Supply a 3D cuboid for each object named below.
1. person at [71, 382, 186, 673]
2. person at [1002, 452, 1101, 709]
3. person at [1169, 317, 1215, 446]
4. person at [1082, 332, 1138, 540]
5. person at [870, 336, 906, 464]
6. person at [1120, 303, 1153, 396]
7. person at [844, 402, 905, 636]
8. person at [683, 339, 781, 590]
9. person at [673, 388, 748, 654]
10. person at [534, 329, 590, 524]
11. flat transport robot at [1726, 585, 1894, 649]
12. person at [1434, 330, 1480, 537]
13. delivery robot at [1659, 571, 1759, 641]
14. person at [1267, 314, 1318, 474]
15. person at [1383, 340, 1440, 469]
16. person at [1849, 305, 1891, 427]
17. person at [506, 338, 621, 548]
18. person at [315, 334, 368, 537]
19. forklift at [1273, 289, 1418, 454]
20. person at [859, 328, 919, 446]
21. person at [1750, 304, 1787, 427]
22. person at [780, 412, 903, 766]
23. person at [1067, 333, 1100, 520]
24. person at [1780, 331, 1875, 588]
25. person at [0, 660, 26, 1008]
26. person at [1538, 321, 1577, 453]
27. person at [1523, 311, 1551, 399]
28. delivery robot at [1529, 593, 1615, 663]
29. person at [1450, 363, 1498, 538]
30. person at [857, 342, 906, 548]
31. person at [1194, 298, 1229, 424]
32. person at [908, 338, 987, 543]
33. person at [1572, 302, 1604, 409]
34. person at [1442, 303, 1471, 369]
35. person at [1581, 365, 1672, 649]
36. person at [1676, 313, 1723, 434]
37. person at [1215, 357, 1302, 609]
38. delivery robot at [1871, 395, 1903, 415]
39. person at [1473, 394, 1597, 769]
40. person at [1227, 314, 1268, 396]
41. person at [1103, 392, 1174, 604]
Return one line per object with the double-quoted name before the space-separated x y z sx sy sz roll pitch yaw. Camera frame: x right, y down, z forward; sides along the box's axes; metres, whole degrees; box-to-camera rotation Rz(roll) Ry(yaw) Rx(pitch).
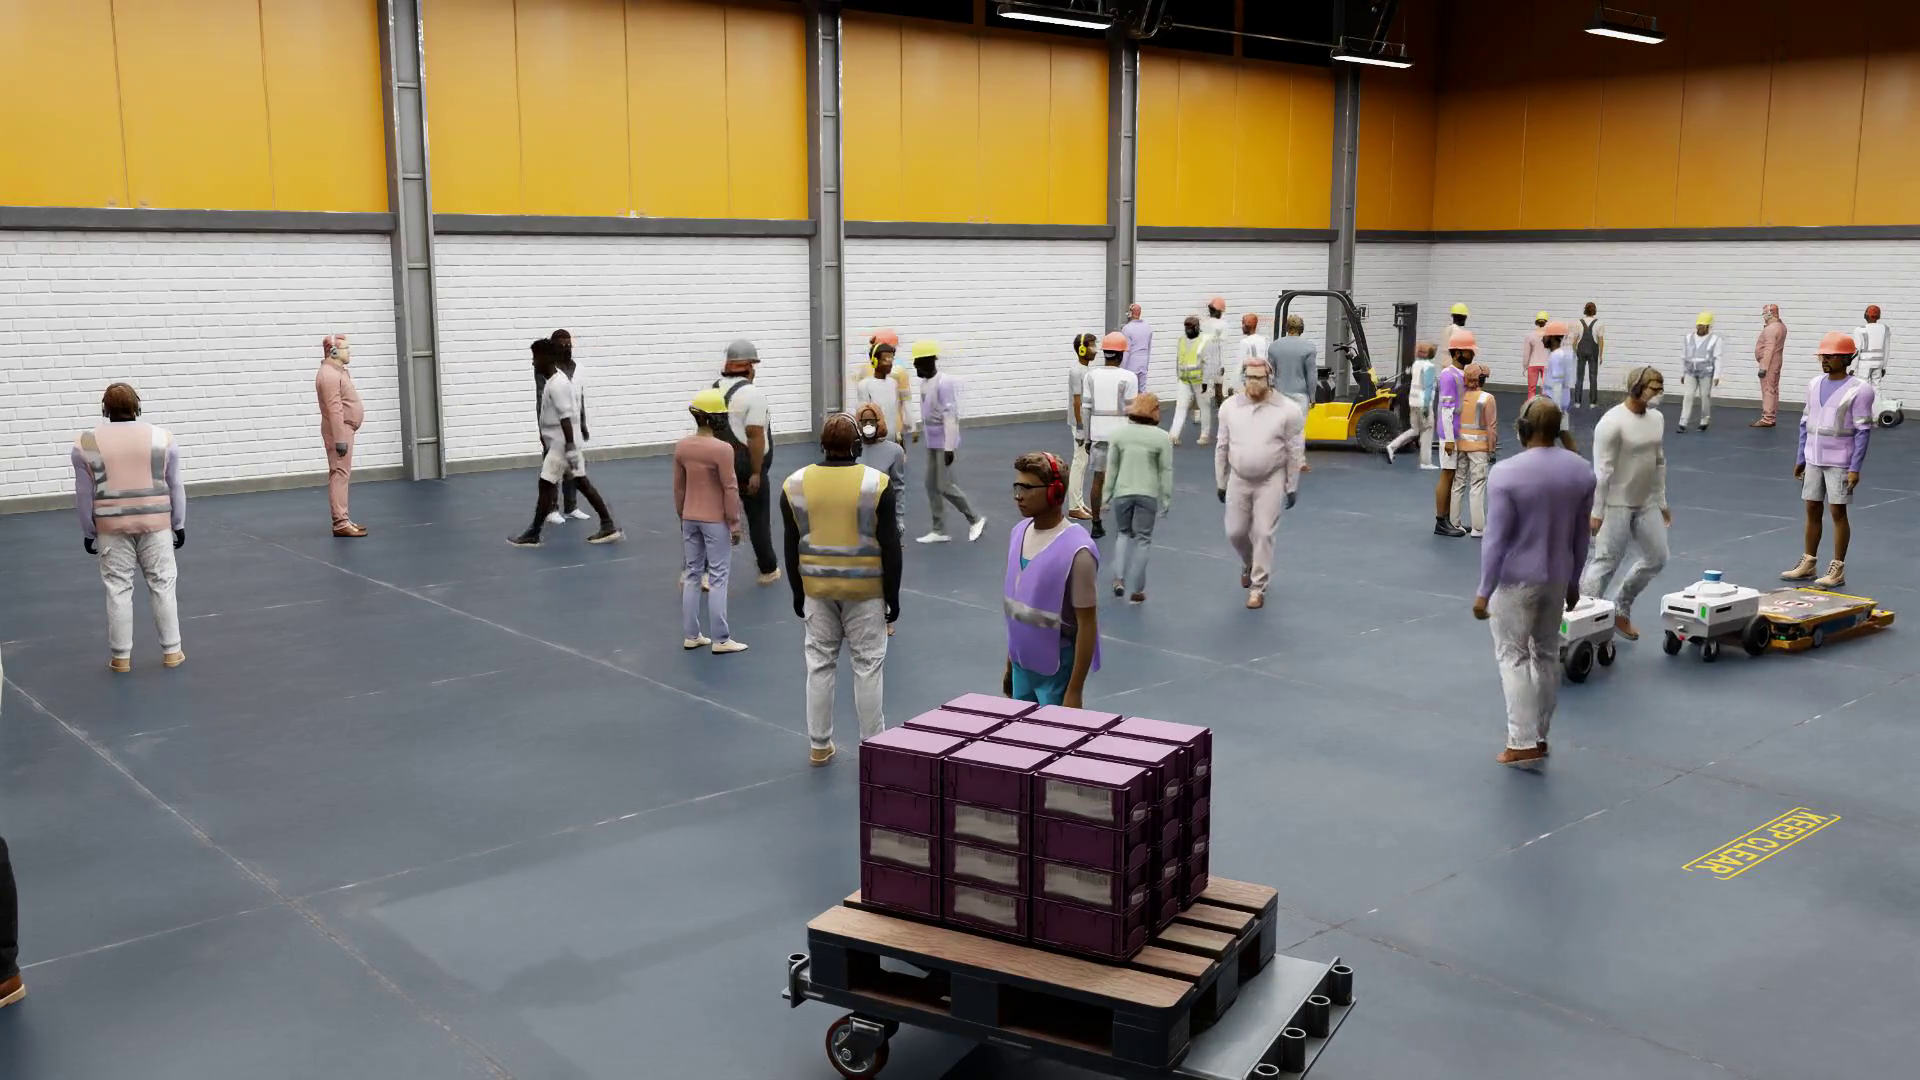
"person" -5.259 -0.079 10.582 0.627 1.847 0.429 -5 11 -27
"person" 0.368 0.550 6.888 0.386 1.845 0.567 -6 11 -30
"person" 3.206 -2.193 23.081 0.642 1.788 0.958 8 12 38
"person" 1.413 -0.968 15.506 0.548 1.937 0.379 5 11 27
"person" -0.951 -1.721 20.777 0.815 1.638 0.545 -9 13 -41
"person" 2.663 -2.677 25.599 0.639 1.910 0.407 -9 13 -42
"person" -0.628 -0.141 11.554 0.499 1.634 0.278 -1 10 -4
"person" -1.808 -0.622 13.184 0.688 2.000 0.937 7 12 34
"person" -1.664 -0.125 11.076 0.535 1.767 0.316 7 12 35
"person" -3.957 -1.134 16.536 0.375 1.917 0.598 7 12 35
"flat transport robot" 5.854 0.527 11.627 1.431 0.197 0.652 -7 12 -35
"person" 4.697 -1.008 15.729 0.349 1.942 0.545 6 11 31
"delivery robot" 4.958 0.446 10.997 0.707 0.478 0.477 -7 12 -35
"person" 4.030 -1.764 20.169 0.634 1.939 0.367 6 11 31
"person" 5.620 -1.661 20.538 0.602 1.620 0.518 -2 10 -11
"person" 14.013 -2.670 25.635 0.573 1.883 0.356 0 10 -2
"person" -3.599 -0.882 15.109 1.021 1.908 0.610 -2 10 -10
"person" -5.830 -0.986 15.695 0.410 1.913 0.643 -3 10 -19
"forklift" 5.034 -2.339 22.783 2.313 2.155 1.214 3 10 16
"person" -0.689 -1.154 16.643 0.556 1.919 0.563 7 12 37
"person" 12.486 -2.690 25.699 0.406 1.903 0.639 8 13 40
"person" -0.594 0.264 8.578 0.627 1.844 0.429 2 10 12
"person" 1.249 -1.136 16.719 0.328 1.862 0.513 2 10 13
"person" 6.925 -0.639 13.269 0.377 2.045 0.605 -4 10 -21
"person" -3.547 0.671 5.748 0.612 1.995 0.382 5 11 28
"person" 6.789 -1.583 19.256 0.992 1.881 0.574 5 11 29
"person" 9.172 -2.727 26.306 0.522 1.769 0.317 2 10 14
"delivery robot" 3.868 0.516 10.586 0.707 0.478 0.477 -9 13 -43
"person" 4.812 -0.838 15.617 0.308 1.641 0.514 -7 12 -34
"person" -0.701 -0.830 14.898 0.328 1.873 0.512 7 12 34
"person" 3.983 -2.833 26.333 0.647 1.970 1.105 7 12 36
"person" -0.124 -0.898 15.240 0.691 1.894 0.622 -4 10 -22
"person" 10.862 -3.191 28.793 0.506 1.846 0.350 5 11 27
"person" 7.585 -2.660 25.451 0.387 1.922 0.593 0 10 2
"person" 4.477 -0.216 11.168 0.648 1.912 0.513 -6 12 -33
"person" 11.032 -2.483 24.815 0.615 1.800 0.771 9 13 42
"person" 2.261 -0.448 12.620 0.647 1.890 0.616 4 10 22
"delivery robot" 14.205 -2.083 25.807 0.707 0.478 0.477 8 12 38
"person" 2.963 0.212 8.640 0.631 1.947 0.421 -4 10 -20
"person" 3.782 -2.101 22.335 0.740 1.862 0.595 8 13 39
"person" 1.355 -0.320 12.667 0.524 1.604 0.402 3 10 19
